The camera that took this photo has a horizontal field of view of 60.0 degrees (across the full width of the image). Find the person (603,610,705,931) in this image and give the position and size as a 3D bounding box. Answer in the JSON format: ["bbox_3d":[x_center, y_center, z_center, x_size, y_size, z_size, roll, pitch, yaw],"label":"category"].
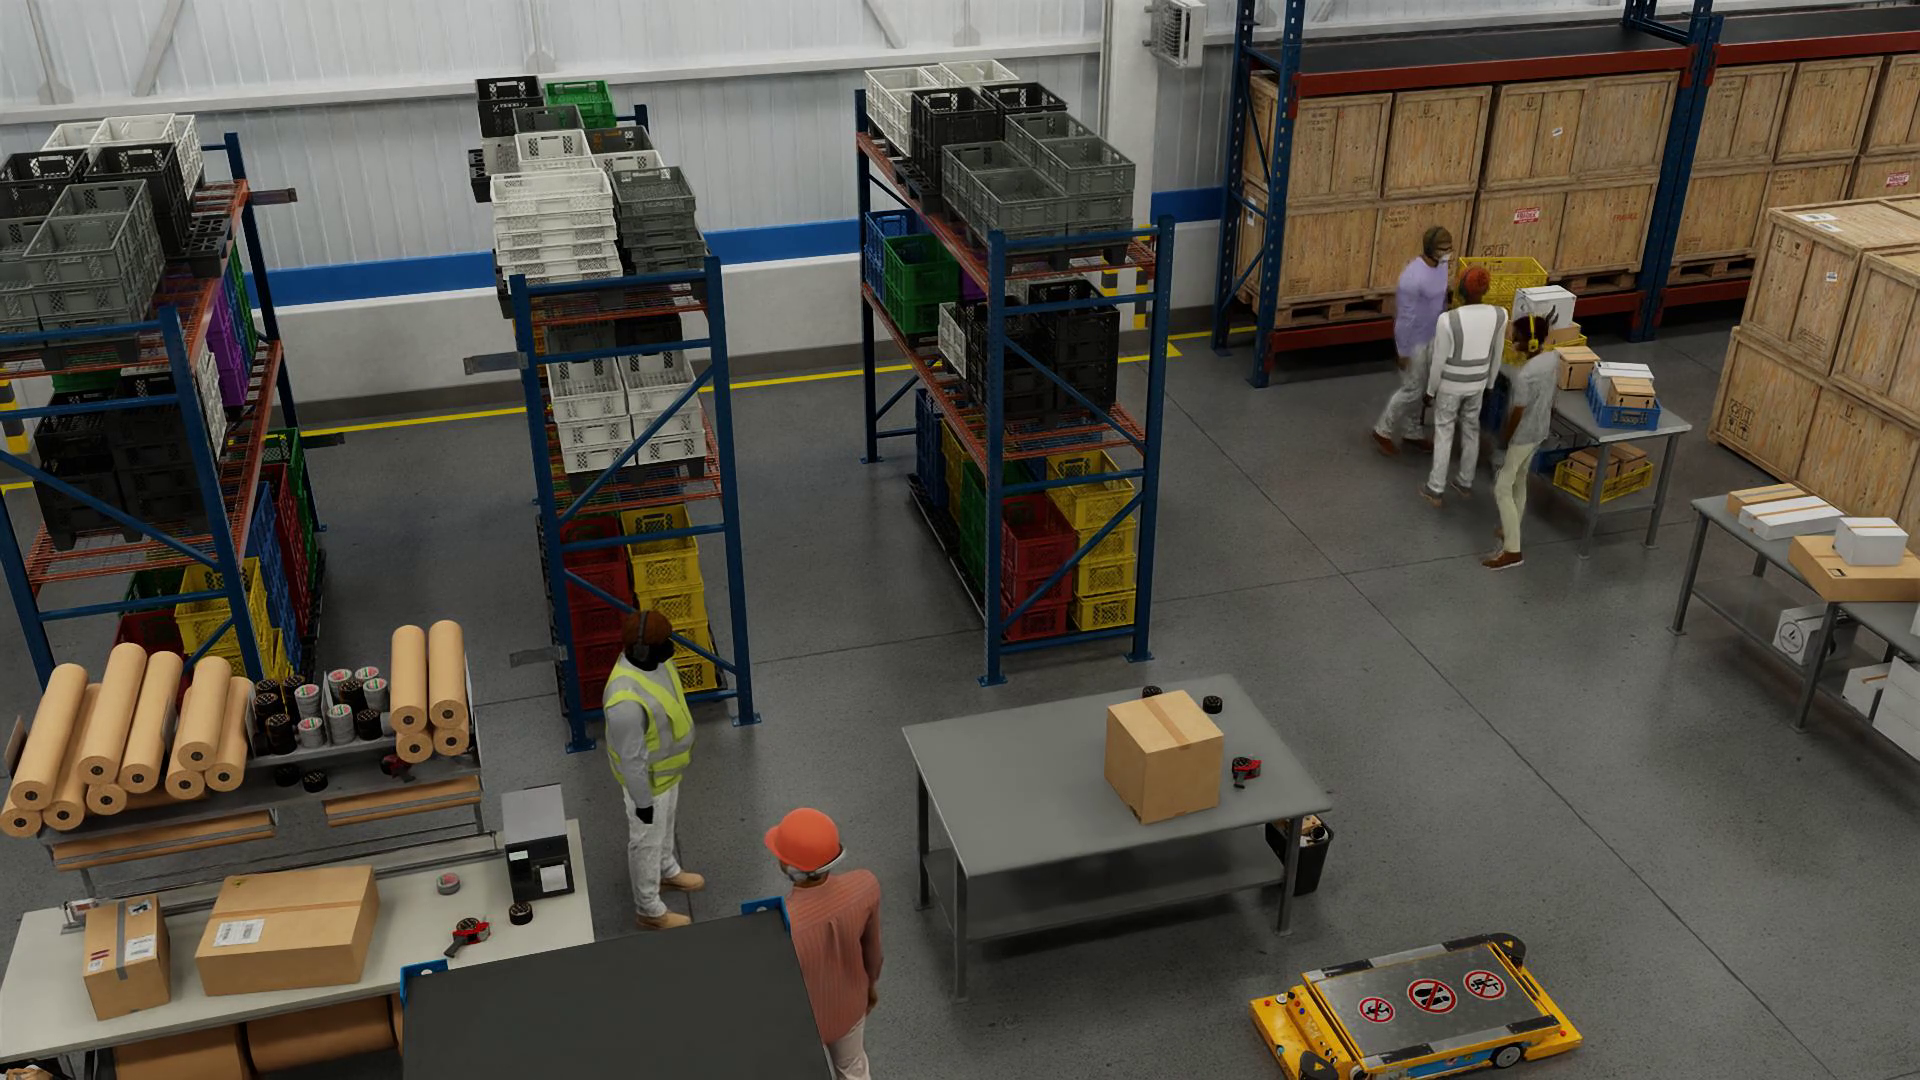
[{"bbox_3d":[-1.545,1.155,8.426,0.430,1.836,0.630,2,29,4],"label":"person"}]

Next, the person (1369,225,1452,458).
[{"bbox_3d":[3.695,-1.582,13.302,0.441,1.935,0.643,21,35,34],"label":"person"}]

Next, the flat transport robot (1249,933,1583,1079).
[{"bbox_3d":[2.184,2.282,7.980,1.431,0.197,0.652,-8,30,-14],"label":"flat transport robot"}]

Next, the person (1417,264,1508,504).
[{"bbox_3d":[3.802,-1.173,12.605,0.583,1.882,0.339,-7,30,-12],"label":"person"}]

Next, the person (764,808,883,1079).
[{"bbox_3d":[-0.581,1.925,6.851,0.622,1.996,0.370,-23,36,-35],"label":"person"}]

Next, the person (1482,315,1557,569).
[{"bbox_3d":[3.985,-0.706,11.797,0.418,1.848,0.770,24,37,37],"label":"person"}]
